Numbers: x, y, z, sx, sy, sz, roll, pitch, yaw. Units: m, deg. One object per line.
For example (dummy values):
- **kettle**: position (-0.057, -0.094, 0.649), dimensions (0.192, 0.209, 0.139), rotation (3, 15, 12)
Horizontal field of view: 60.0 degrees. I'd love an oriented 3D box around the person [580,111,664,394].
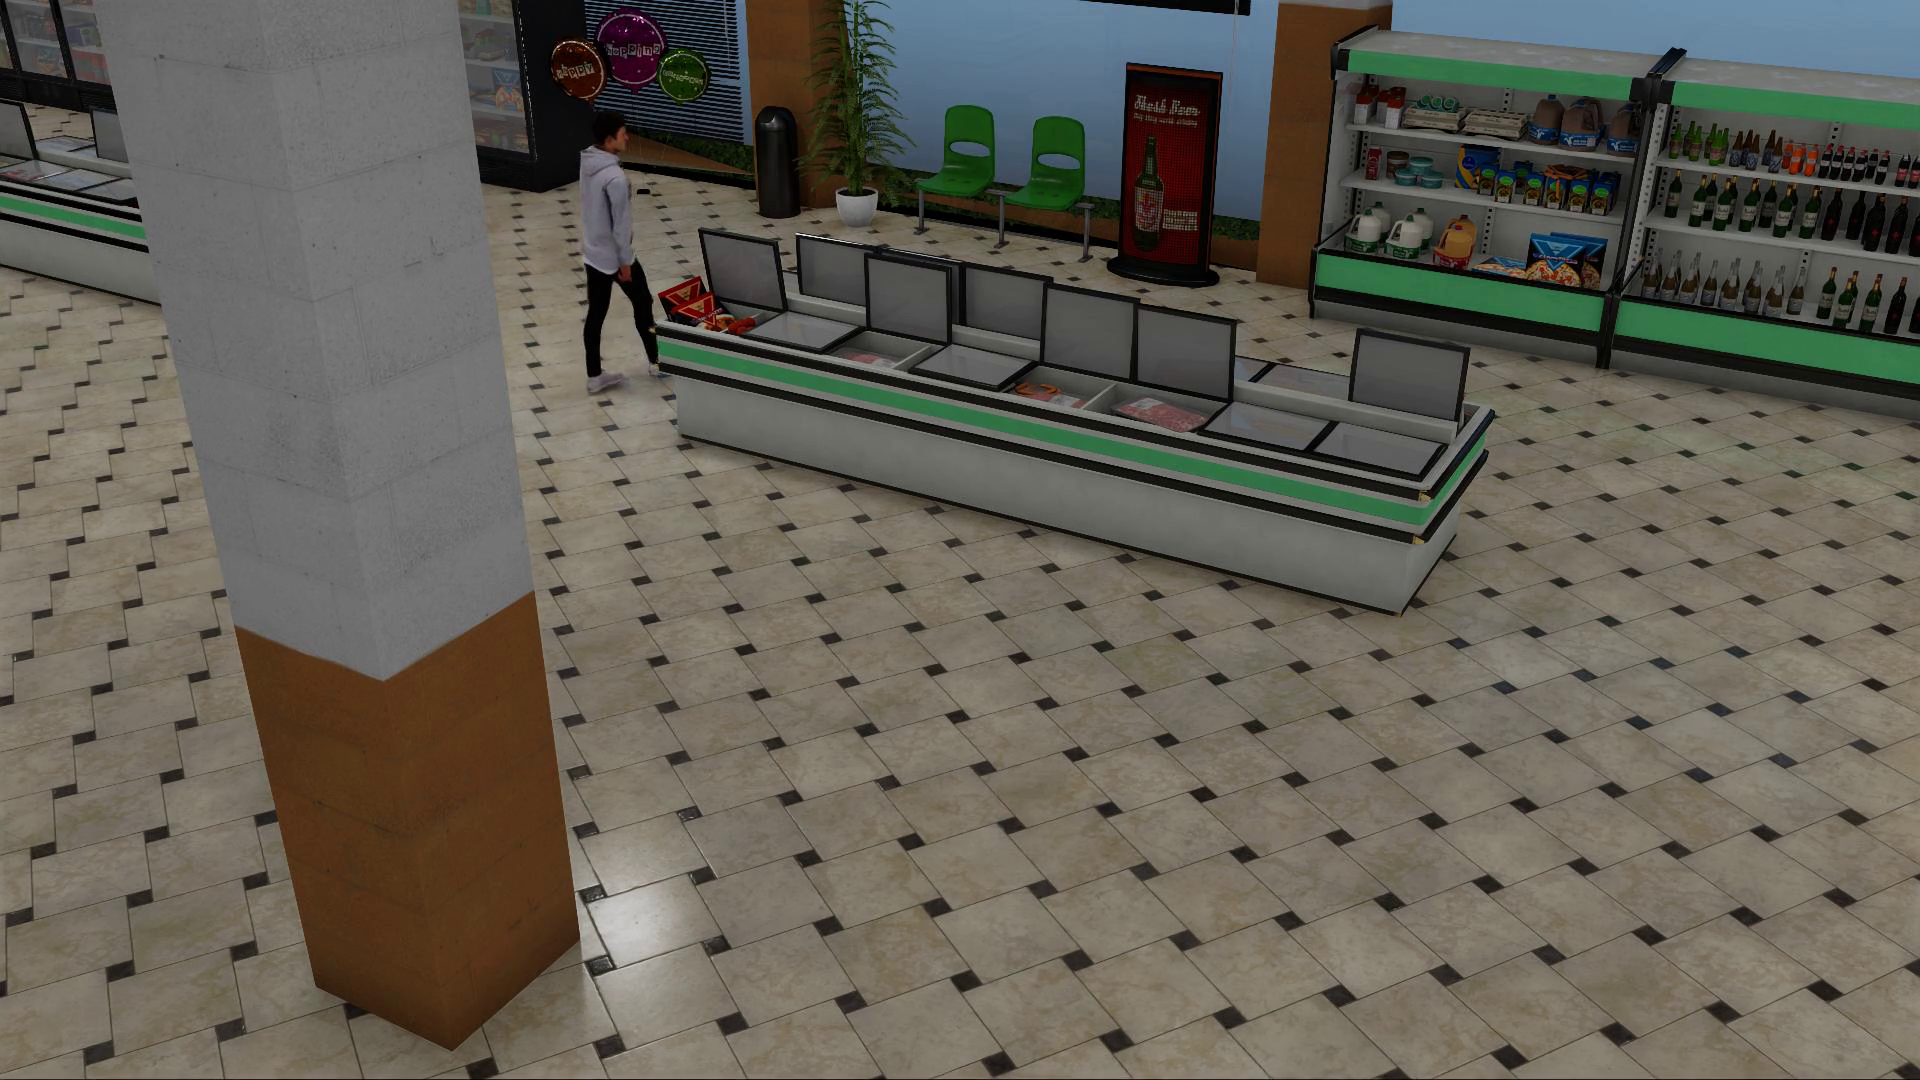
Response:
- **person**: position (-2.445, -1.898, 11.209), dimensions (1.021, 1.895, 0.915), rotation (23, 35, 38)
